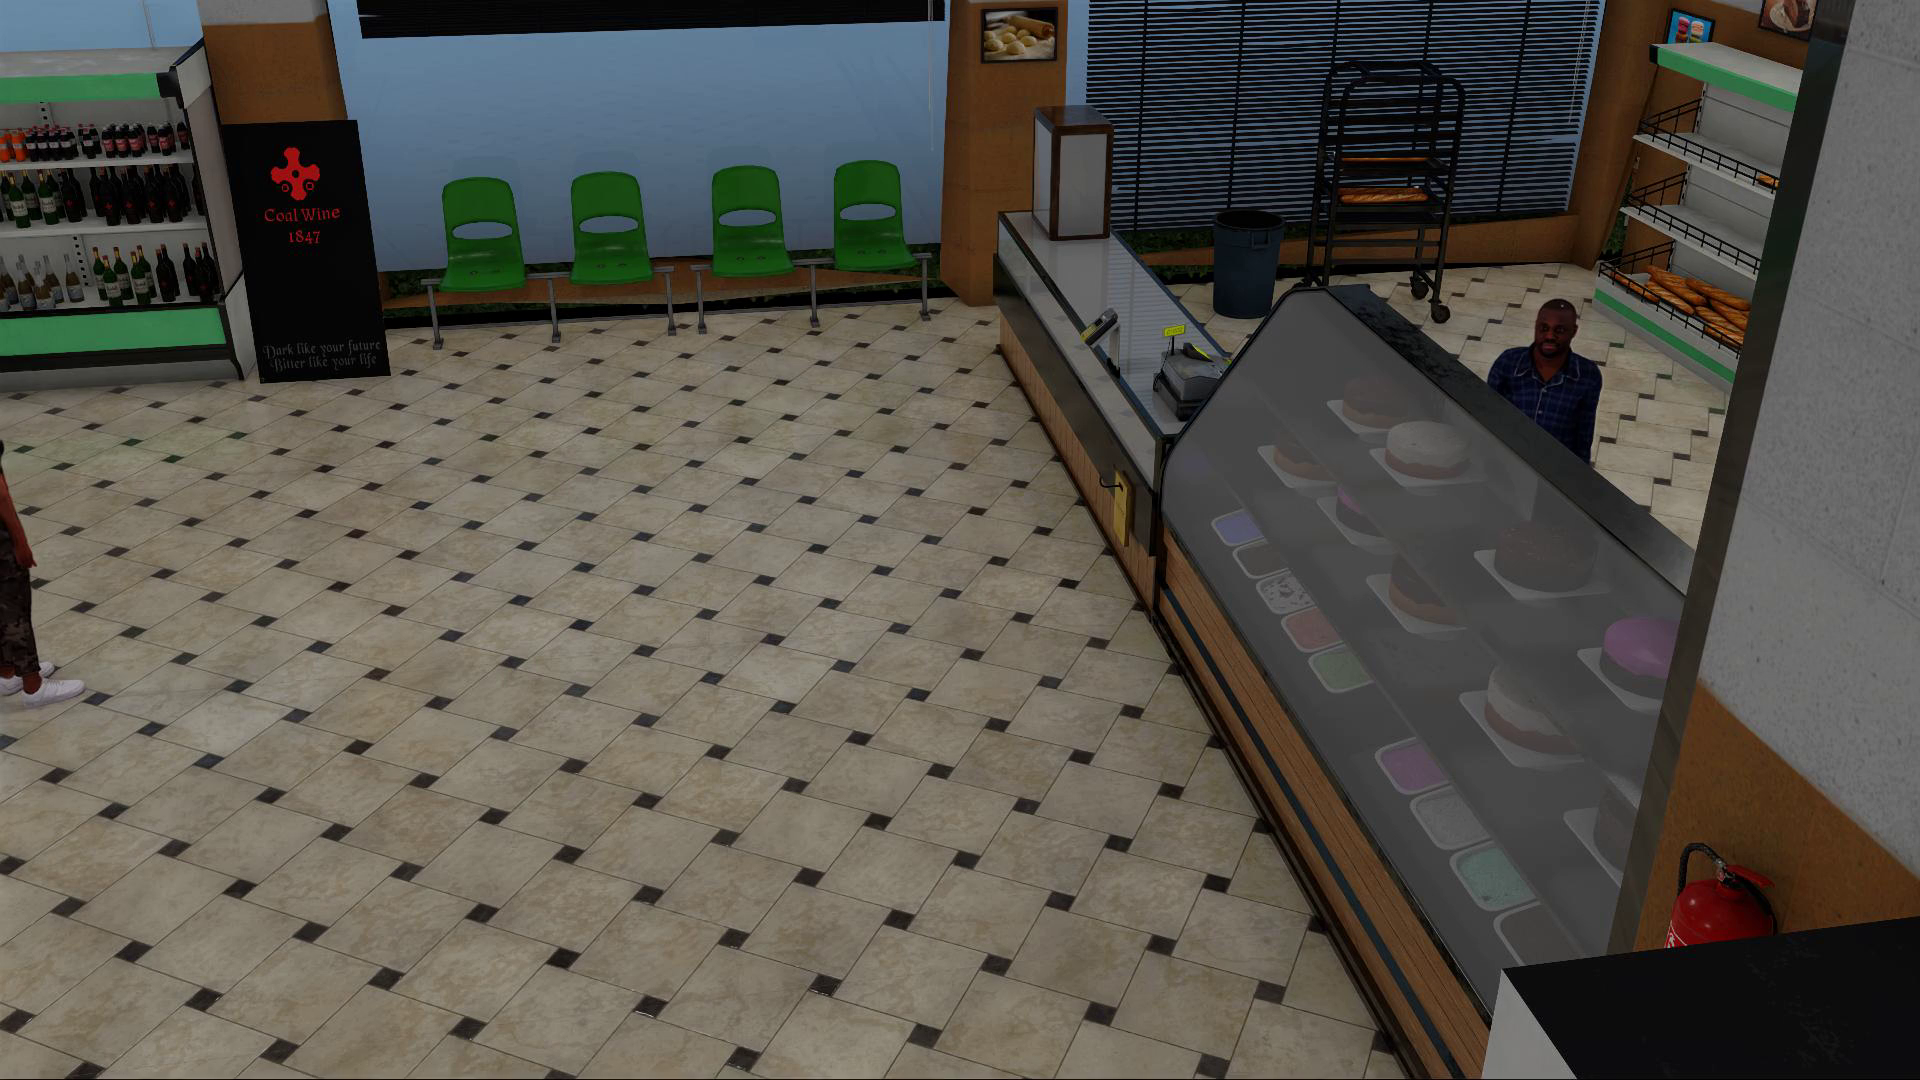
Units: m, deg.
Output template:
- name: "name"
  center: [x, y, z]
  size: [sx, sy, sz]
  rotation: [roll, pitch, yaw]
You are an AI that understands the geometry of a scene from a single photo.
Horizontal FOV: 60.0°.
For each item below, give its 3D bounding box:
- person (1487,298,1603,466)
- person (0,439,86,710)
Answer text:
- name: "person"
  center: [2.581, -0.231, 7.585]
  size: [0.729, 1.824, 0.835]
  rotation: [10, 29, 19]
- name: "person"
  center: [-4.313, -0.056, 7.376]
  size: [0.655, 1.699, 0.706]
  rotation: [19, 33, 33]
